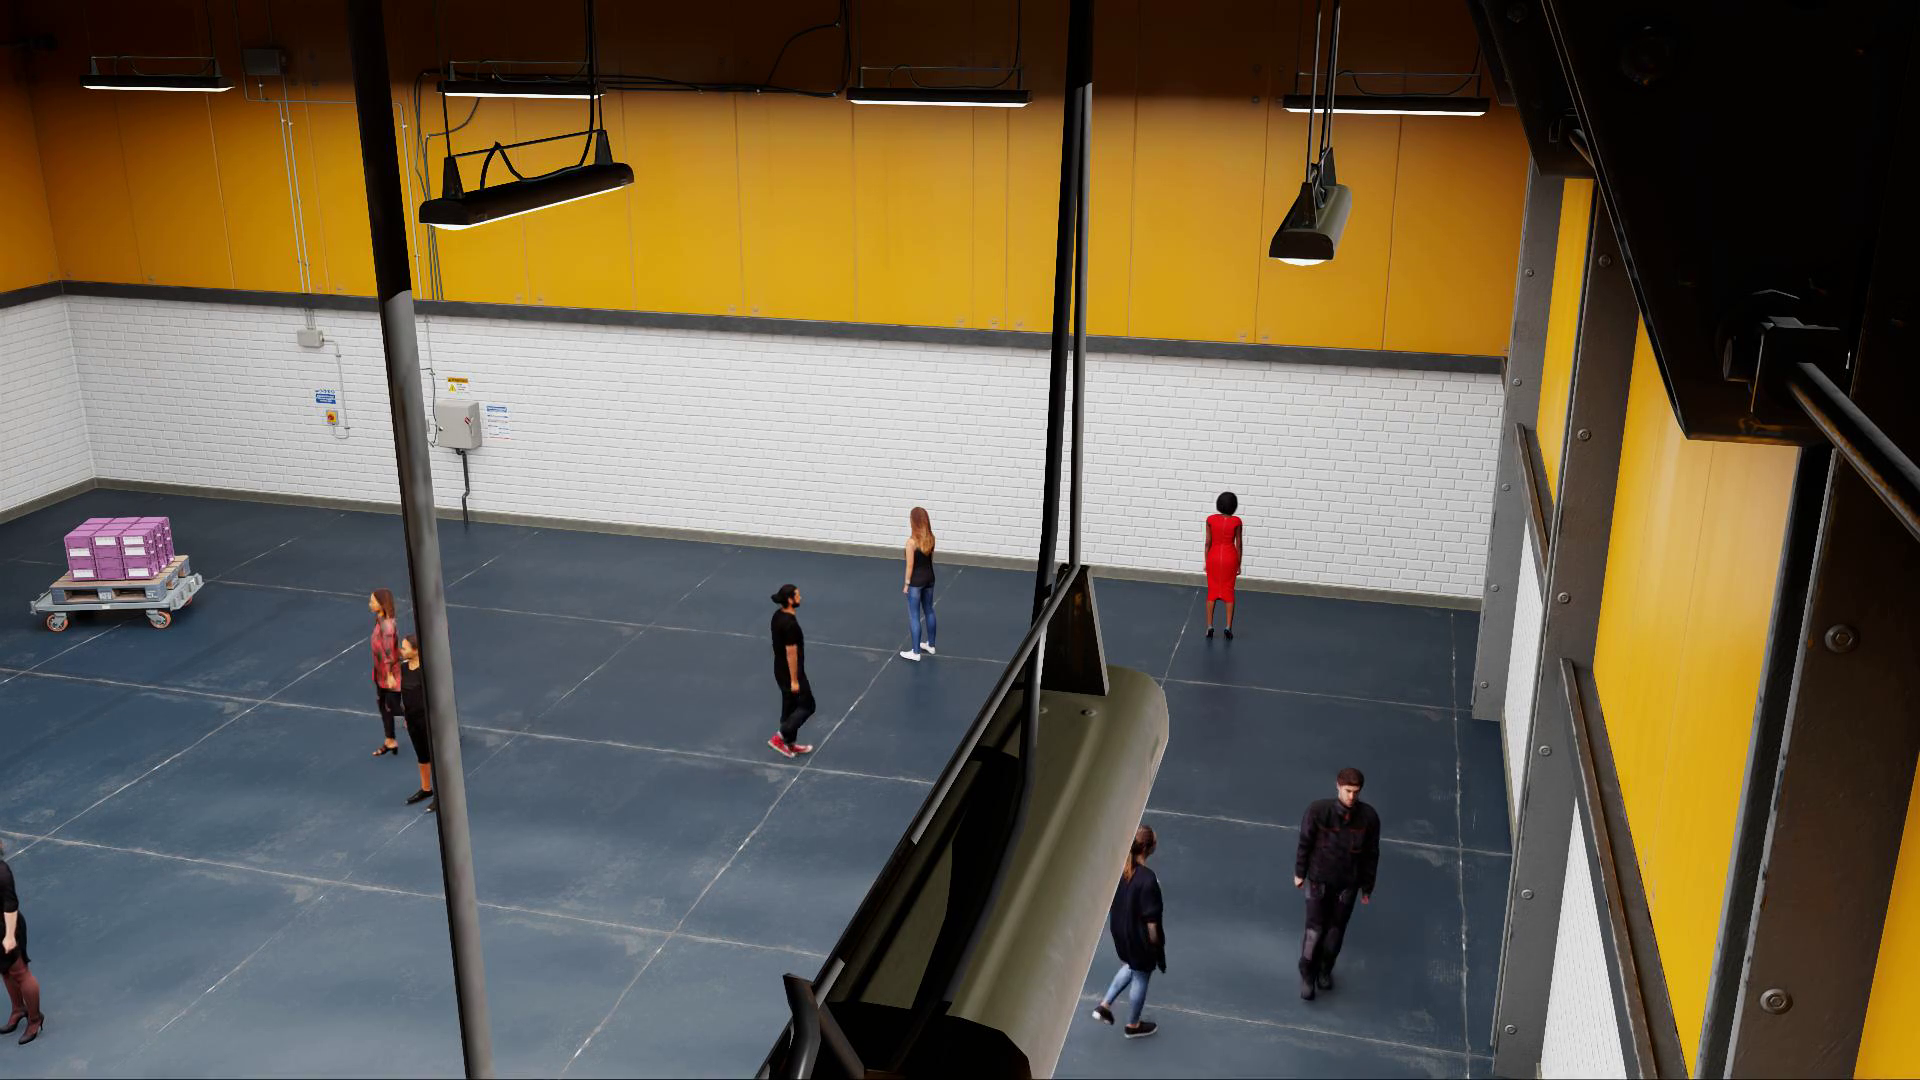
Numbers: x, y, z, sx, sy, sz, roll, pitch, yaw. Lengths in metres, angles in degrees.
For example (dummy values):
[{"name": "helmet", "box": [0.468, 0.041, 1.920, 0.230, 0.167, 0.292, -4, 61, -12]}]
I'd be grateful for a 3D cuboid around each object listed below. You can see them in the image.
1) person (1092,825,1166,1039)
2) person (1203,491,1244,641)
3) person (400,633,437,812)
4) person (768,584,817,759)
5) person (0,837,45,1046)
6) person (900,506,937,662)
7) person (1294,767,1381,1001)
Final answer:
[{"name": "person", "box": [1.142, 2.733, 11.493, 0.903, 1.672, 0.849, -8, 20, -22]}, {"name": "person", "box": [2.942, 0.282, 18.667, 0.576, 1.739, 0.497, 4, 19, 12]}, {"name": "person", "box": [-4.794, 1.596, 14.875, 0.642, 1.668, 0.621, 13, 22, 33]}, {"name": "person", "box": [-1.676, 1.267, 15.722, 0.876, 1.752, 0.810, -7, 20, -20]}, {"name": "person", "box": [-6.645, 2.696, 11.552, 0.649, 1.705, 0.614, 13, 22, 33]}, {"name": "person", "box": [-0.432, 0.461, 18.160, 0.725, 1.723, 0.606, 16, 24, 39]}, {"name": "person", "box": [2.721, 2.438, 12.142, 0.802, 1.817, 0.776, 2, 19, 5]}]
